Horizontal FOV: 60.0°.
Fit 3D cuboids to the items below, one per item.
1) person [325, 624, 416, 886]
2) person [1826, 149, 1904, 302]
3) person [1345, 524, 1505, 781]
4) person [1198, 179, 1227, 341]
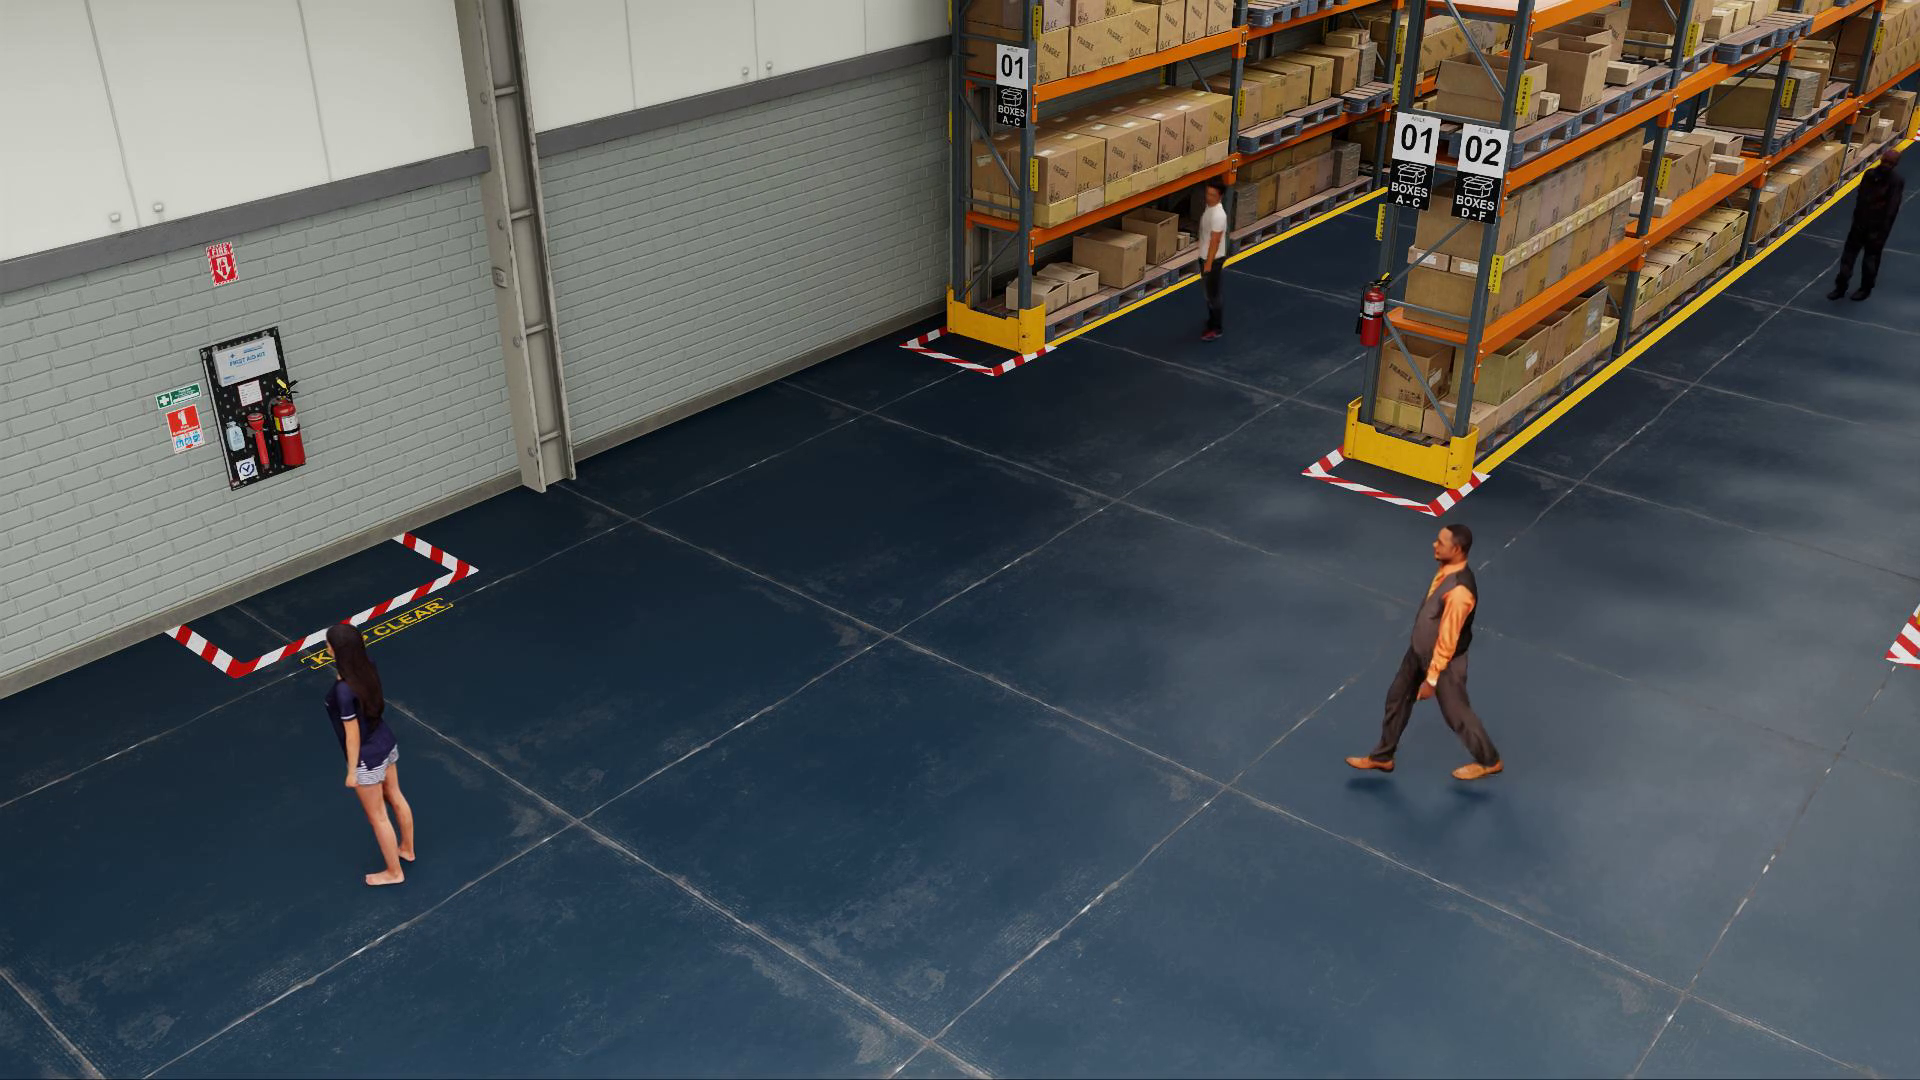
[{"bbox_3d":[-3.477,1.264,9.821,0.720,1.766,0.623,4,28,8],"label":"person"},{"bbox_3d":[10.408,-3.601,18.923,1.024,1.797,0.860,-14,31,-24],"label":"person"},{"bbox_3d":[3.174,0.780,10.623,1.245,1.866,1.286,2,28,4],"label":"person"},{"bbox_3d":[2.757,-3.065,17.942,0.923,1.772,0.801,6,29,12],"label":"person"}]
